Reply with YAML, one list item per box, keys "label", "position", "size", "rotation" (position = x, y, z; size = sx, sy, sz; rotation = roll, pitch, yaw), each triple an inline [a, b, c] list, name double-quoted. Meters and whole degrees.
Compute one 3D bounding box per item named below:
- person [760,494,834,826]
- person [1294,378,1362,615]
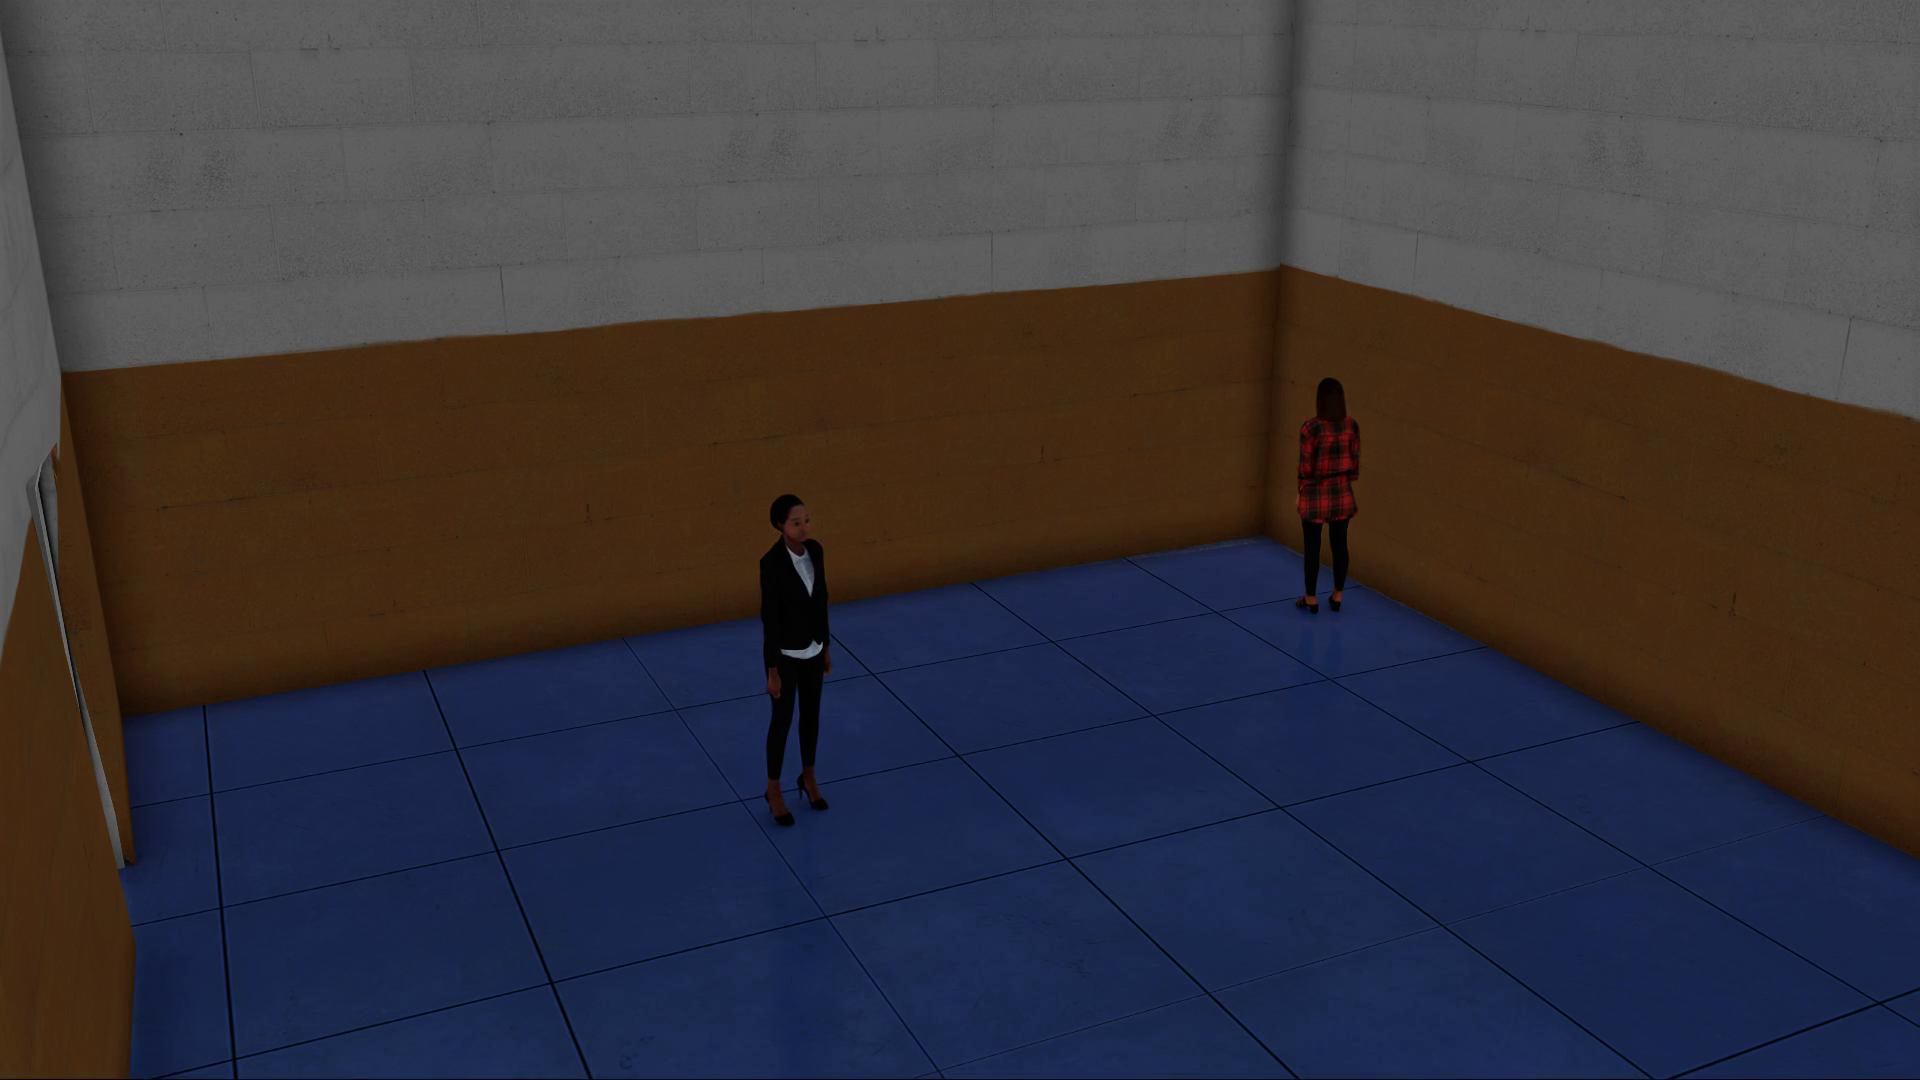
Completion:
- label: "person"
  position: [-0.877, 0.632, 8.784]
  size: [0.725, 1.830, 0.600]
  rotation: [16, 25, 40]
- label: "person"
  position: [2.595, -0.316, 11.796]
  size: [0.566, 1.700, 0.724]
  rotation: [-4, 19, -11]
